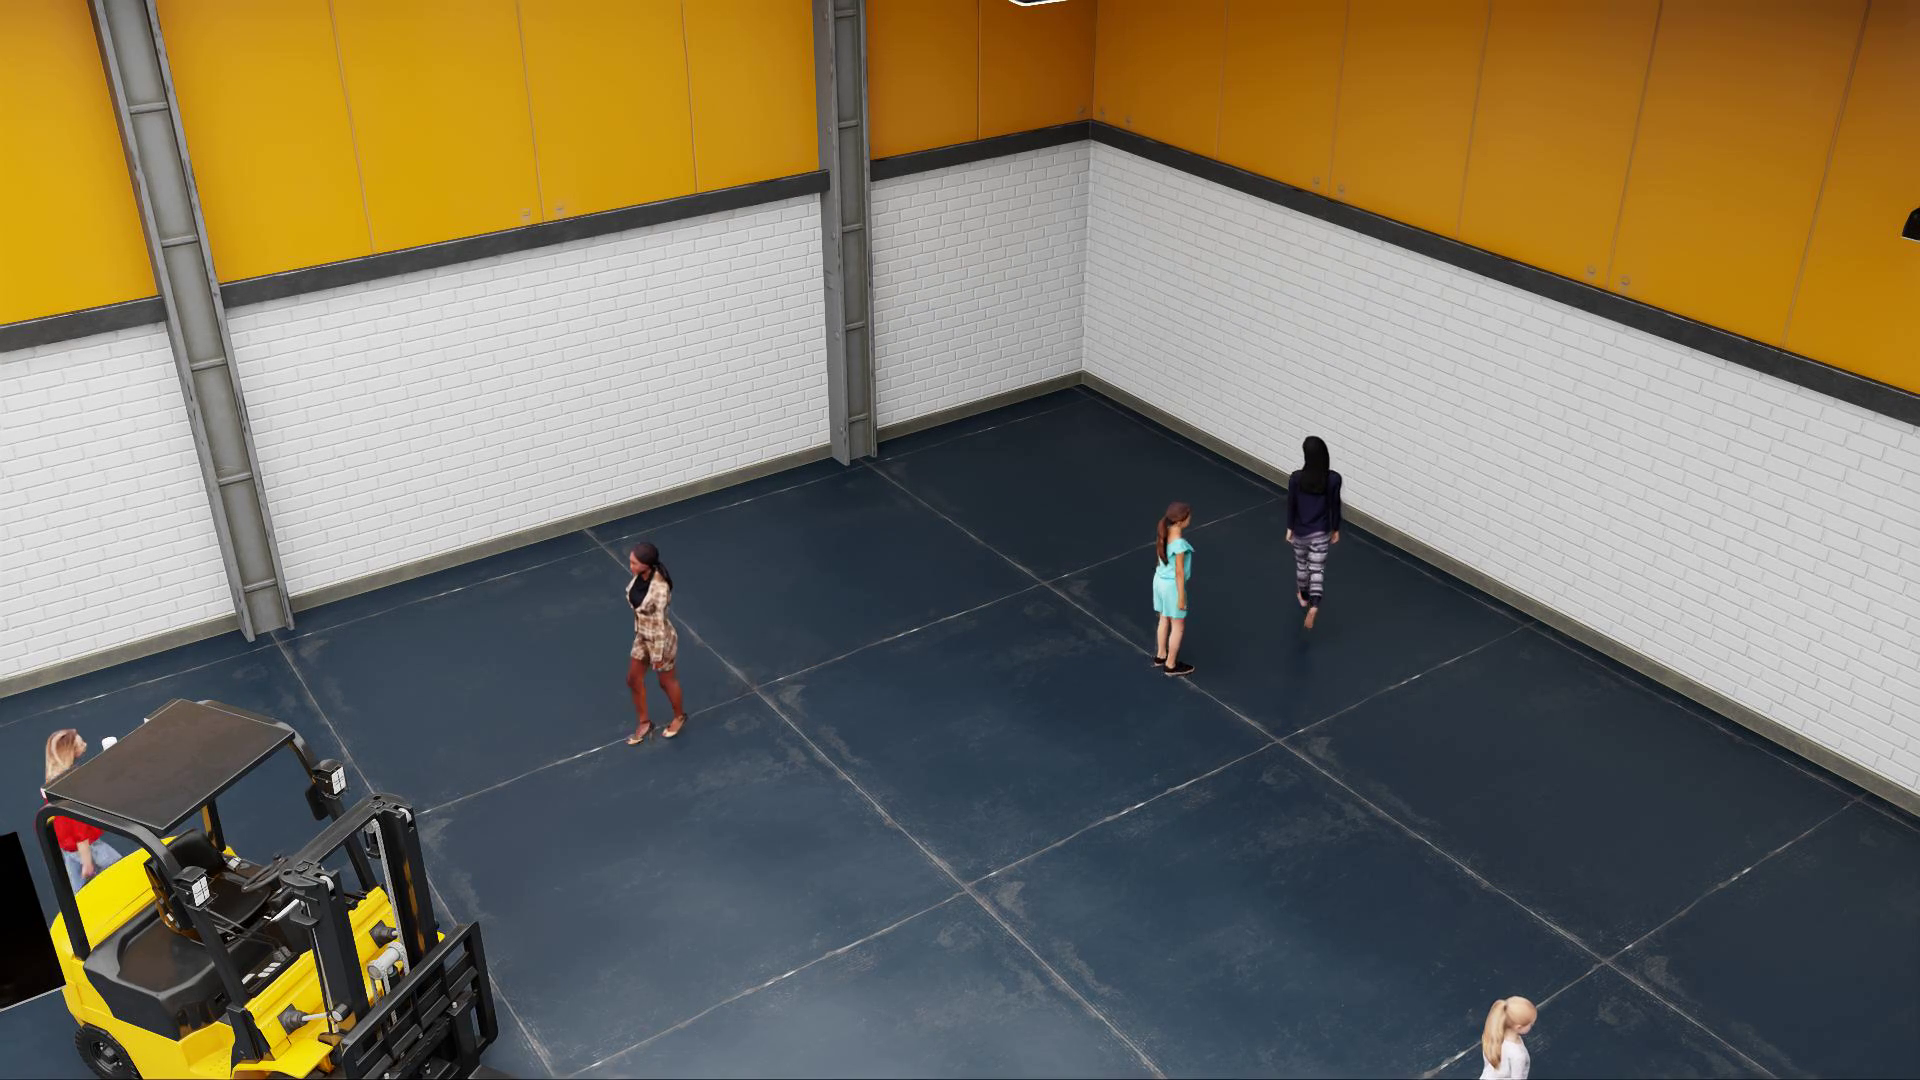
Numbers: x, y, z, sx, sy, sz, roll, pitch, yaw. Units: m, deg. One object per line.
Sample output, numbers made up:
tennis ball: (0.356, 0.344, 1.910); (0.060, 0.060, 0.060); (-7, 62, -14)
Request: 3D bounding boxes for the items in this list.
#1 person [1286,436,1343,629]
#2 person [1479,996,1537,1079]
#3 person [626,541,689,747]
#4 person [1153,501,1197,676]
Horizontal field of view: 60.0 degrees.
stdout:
person: (3.000, -0.050, 14.181); (1.032, 1.700, 1.074); (4, 29, 7)
person: (2.926, 2.992, 9.043); (0.588, 1.279, 0.561); (-6, 29, -11)
person: (-2.230, 0.765, 12.615); (0.736, 1.768, 0.622); (-21, 35, -33)
person: (1.718, 0.378, 13.546); (0.609, 1.555, 0.621); (-14, 32, -24)
